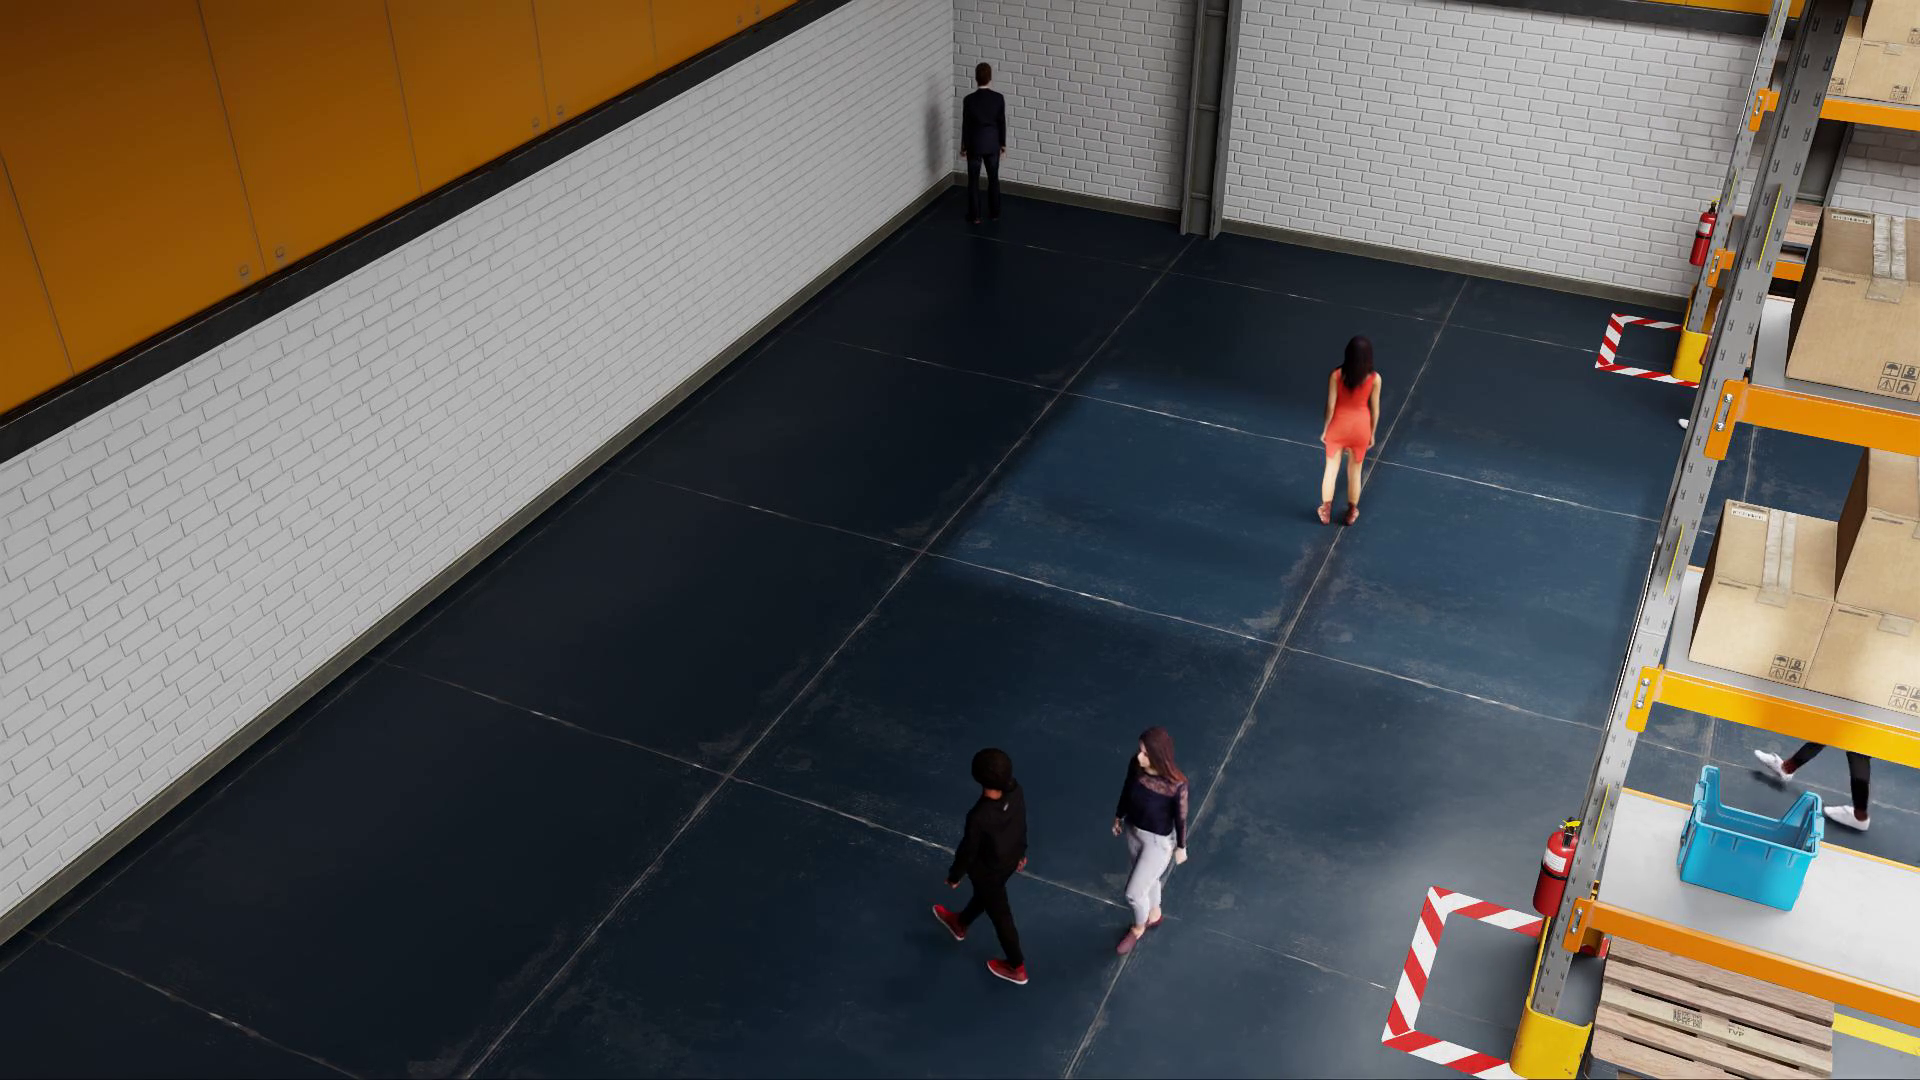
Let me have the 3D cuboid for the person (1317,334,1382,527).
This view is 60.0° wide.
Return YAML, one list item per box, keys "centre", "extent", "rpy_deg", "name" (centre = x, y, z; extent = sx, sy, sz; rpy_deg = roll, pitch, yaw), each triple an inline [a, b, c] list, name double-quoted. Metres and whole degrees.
- centre: [3.137, -0.877, 13.429]
  extent: [0.545, 1.718, 0.699]
  rpy_deg: [6, 34, 10]
  name: "person"

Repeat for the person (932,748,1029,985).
- centre: [0.258, 1.876, 9.351]
  extent: [1.022, 1.647, 0.751]
  rpy_deg: [23, 40, 30]
  name: "person"

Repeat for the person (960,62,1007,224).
- centre: [0.257, -4.485, 18.771]
  extent: [0.740, 1.814, 0.831]
  rpy_deg: [-7, 34, -10]
  name: "person"

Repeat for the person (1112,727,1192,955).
- centre: [1.155, 1.705, 9.655]
  extent: [0.802, 1.596, 0.725]
  rpy_deg: [-20, 38, -27]
  name: "person"
